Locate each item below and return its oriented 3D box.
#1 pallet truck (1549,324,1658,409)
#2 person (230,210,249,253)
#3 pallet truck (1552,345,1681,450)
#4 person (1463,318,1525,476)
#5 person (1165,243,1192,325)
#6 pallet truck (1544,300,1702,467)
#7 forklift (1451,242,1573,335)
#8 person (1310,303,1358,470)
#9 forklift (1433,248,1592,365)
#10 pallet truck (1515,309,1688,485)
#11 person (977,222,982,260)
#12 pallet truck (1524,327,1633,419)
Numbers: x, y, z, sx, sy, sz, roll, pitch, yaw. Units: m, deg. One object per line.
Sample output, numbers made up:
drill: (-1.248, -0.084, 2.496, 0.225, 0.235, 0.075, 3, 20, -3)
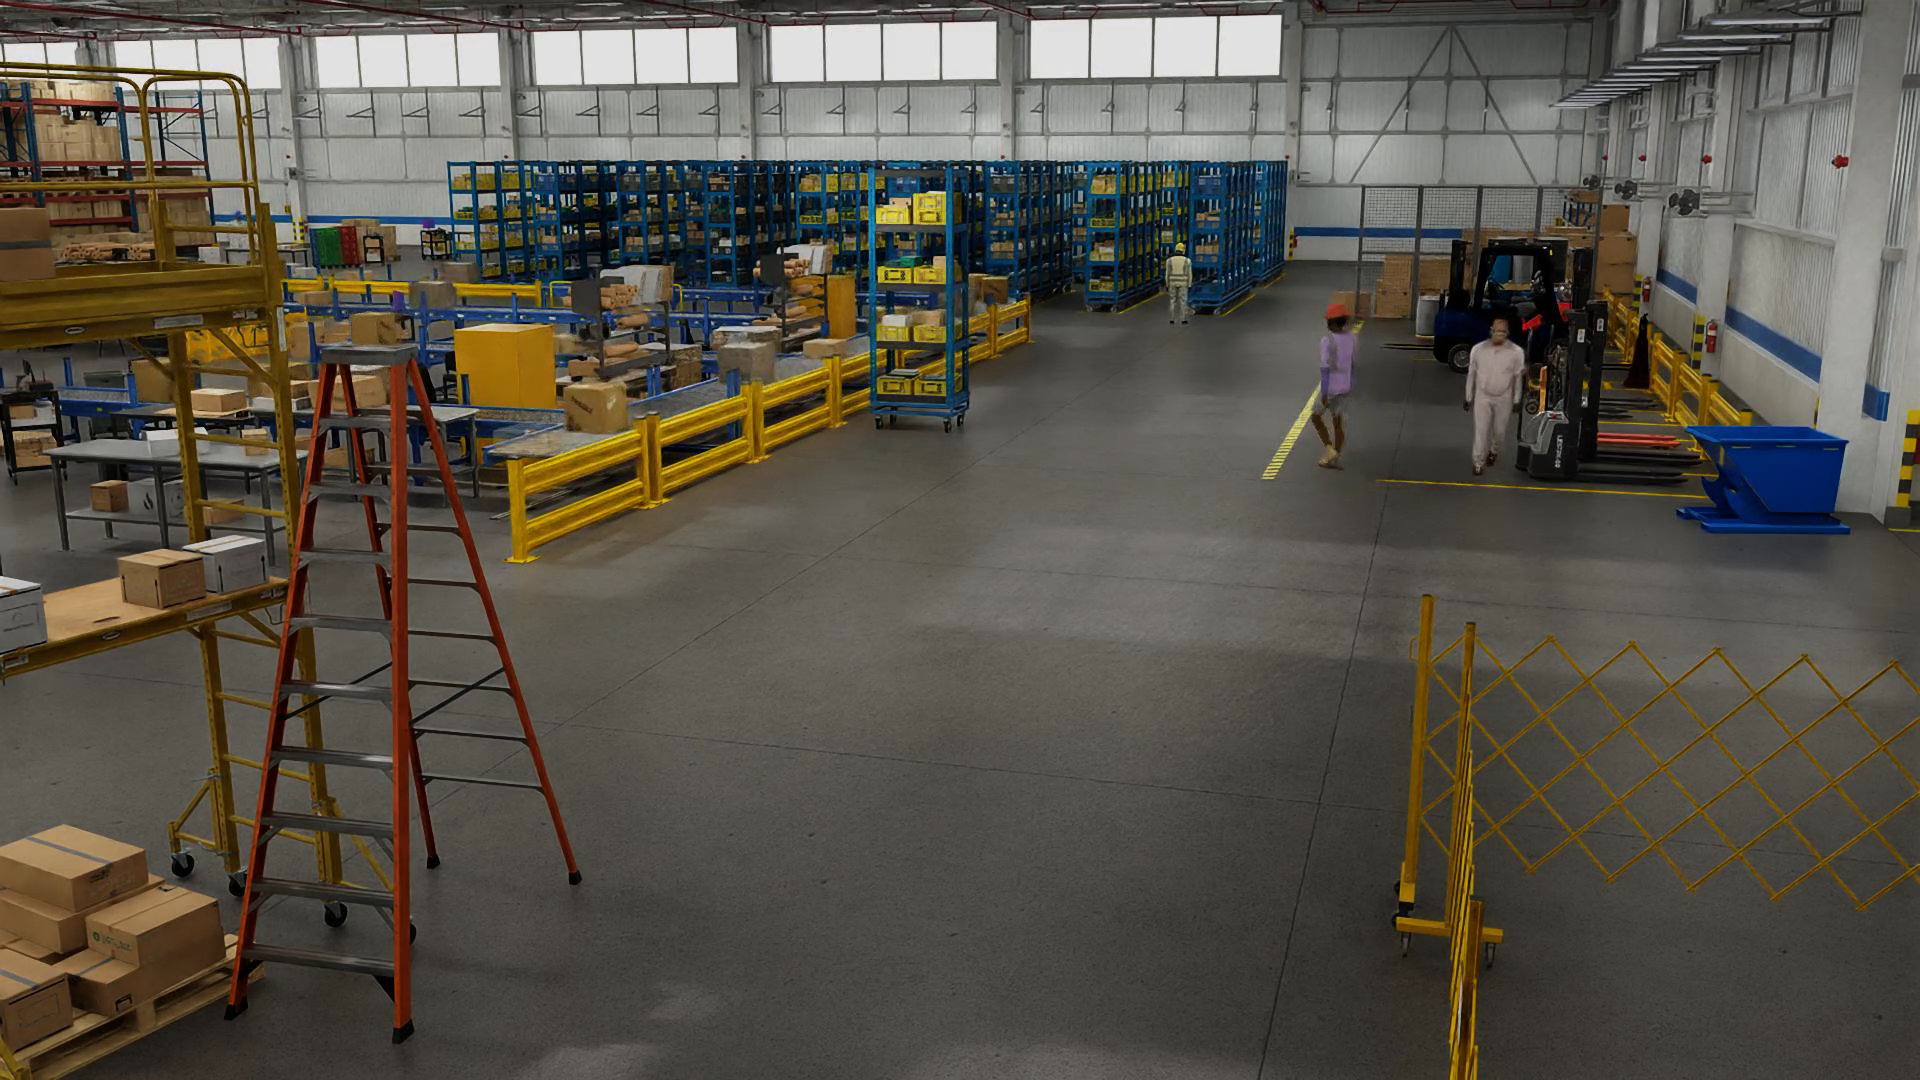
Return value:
pallet truck: (9.824, -2.669, 25.407, 1.601, 1.201, 0.680, 4, 14, 16)
person: (-24.510, -10.250, 56.639, 0.608, 1.928, 0.539, -11, 17, -40)
pallet truck: (8.641, -1.896, 21.908, 1.630, 1.274, 0.653, 4, 14, 16)
person: (6.410, -1.738, 19.993, 0.680, 1.879, 0.737, 4, 14, 17)
person: (4.929, -5.763, 37.453, 0.600, 1.829, 0.404, 4, 14, 15)
pallet truck: (8.263, -1.952, 20.631, 1.885, 1.965, 0.823, 5, 14, 20)
forklift: (10.464, -4.597, 31.405, 2.680, 1.987, 1.157, 4, 14, 16)
person: (4.515, -1.853, 20.146, 0.615, 2.028, 0.432, -8, 15, -31)
forklift: (9.780, -4.111, 29.280, 2.680, 1.987, 1.157, 3, 13, 14)
pallet truck: (7.554, -1.677, 19.446, 1.885, 1.965, 0.823, 3, 13, 14)
person: (0.499, -10.518, 58.006, 0.659, 1.821, 0.576, 1, 13, 6)
pallet truck: (9.065, -2.460, 24.370, 1.522, 1.261, 0.704, 3, 13, 14)
